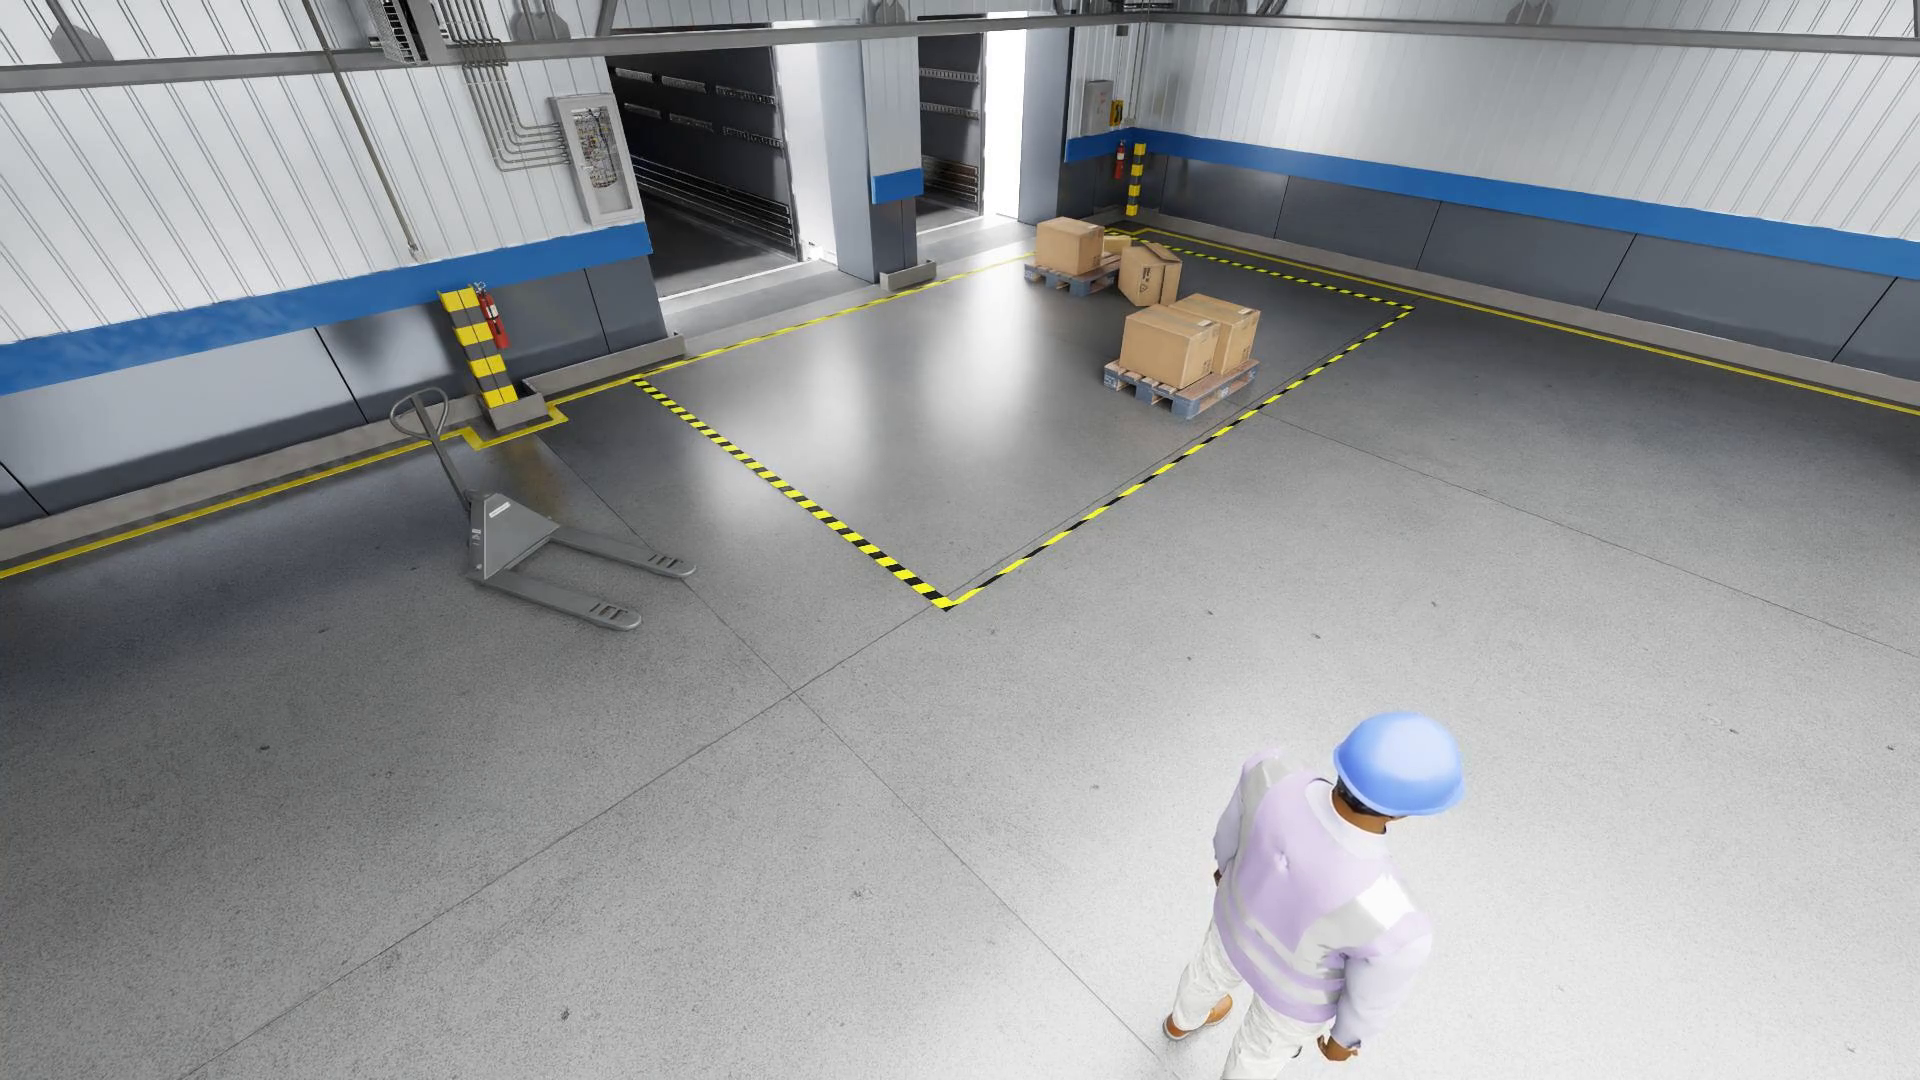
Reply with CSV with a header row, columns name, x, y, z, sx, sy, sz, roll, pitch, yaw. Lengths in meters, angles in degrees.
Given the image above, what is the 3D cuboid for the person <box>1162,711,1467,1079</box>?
name,x,y,z,sx,sy,sz,roll,pitch,yaw
person,0.965,1.178,2.169,0.394,1.945,0.615,-12,39,-15

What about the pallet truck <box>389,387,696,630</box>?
name,x,y,z,sx,sy,sz,roll,pitch,yaw
pallet truck,-2.613,-0.247,4.593,1.601,1.201,0.680,14,40,17
